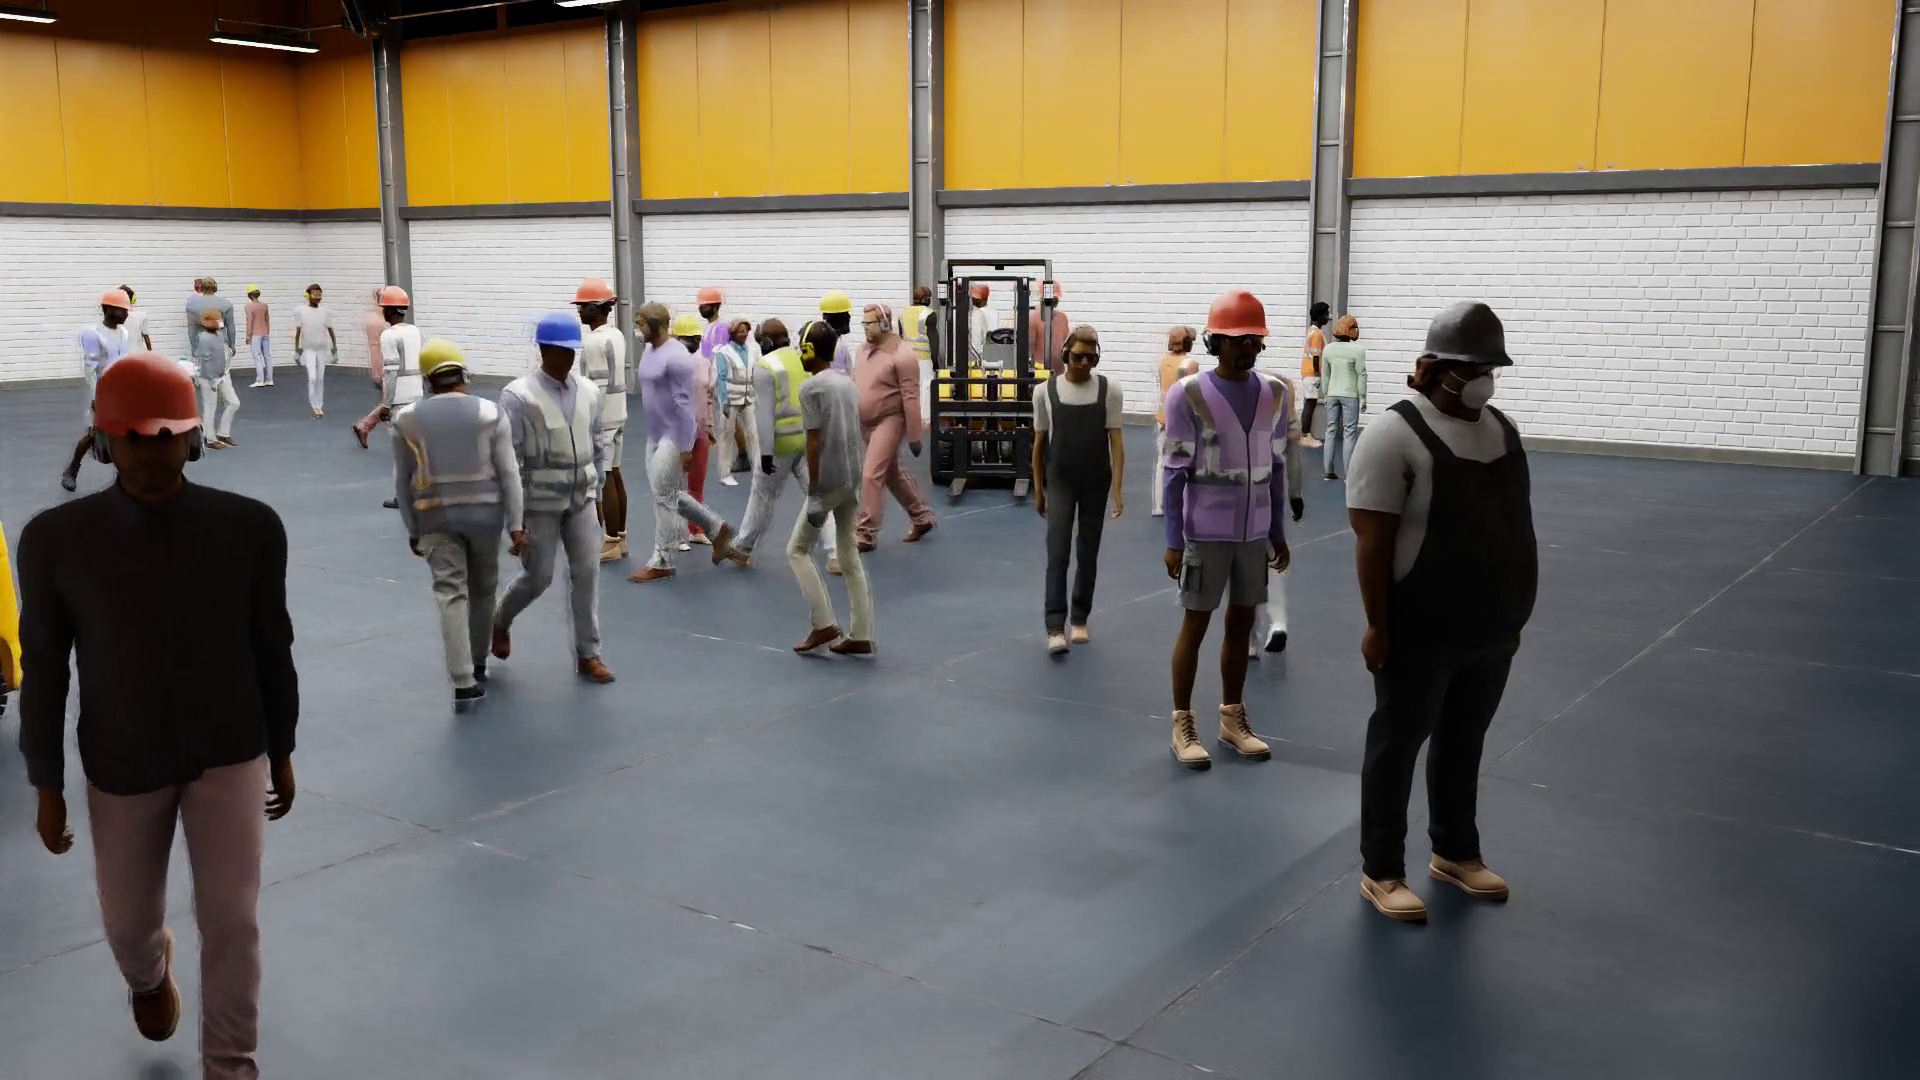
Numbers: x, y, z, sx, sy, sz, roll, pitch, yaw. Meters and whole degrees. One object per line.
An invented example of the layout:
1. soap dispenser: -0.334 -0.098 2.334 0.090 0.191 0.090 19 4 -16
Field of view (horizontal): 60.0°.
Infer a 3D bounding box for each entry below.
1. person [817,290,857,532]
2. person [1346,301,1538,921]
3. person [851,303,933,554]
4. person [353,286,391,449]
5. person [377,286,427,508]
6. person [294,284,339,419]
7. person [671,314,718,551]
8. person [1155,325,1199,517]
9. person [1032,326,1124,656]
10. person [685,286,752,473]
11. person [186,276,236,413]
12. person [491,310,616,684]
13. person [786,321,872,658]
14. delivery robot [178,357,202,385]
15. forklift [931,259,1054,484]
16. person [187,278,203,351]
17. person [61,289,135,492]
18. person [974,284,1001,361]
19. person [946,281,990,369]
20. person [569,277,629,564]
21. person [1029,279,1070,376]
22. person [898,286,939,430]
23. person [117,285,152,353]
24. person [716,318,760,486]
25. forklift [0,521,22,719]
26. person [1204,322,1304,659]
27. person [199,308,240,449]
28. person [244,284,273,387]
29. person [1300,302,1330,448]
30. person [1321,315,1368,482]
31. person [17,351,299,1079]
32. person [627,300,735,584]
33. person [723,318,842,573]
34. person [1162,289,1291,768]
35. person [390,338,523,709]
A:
1. person: -0.978 -0.987 13.079 0.357 1.926 0.591 -3 10 -19
2. person: 1.636 0.229 5.499 0.689 2.000 0.537 -5 11 -28
3. person: -0.553 -0.848 12.522 0.974 1.867 0.634 -7 12 -36
4. person: -6.493 -1.907 18.746 0.787 1.868 0.650 0 10 2
5. person: -4.906 -1.247 14.593 0.362 1.939 0.542 3 10 16
6. person: -8.832 -2.585 22.863 0.546 1.835 0.722 -7 12 -38
7. person: -2.030 -0.808 12.494 0.312 1.768 0.530 7 12 35
8. person: 1.872 -0.999 14.075 0.552 1.620 0.524 -7 12 -35
9. person: 0.650 -0.259 9.138 0.496 1.801 0.868 0 10 -1
10. person: -2.552 -1.603 16.844 0.958 1.895 0.564 -6 11 -32
11. person: -10.617 -2.763 23.626 0.629 1.940 0.373 -4 10 -23
12. person: -2.143 -0.230 8.610 0.789 1.919 0.612 8 13 41
13. person: -0.706 -0.266 9.058 0.551 1.833 0.533 7 12 34
14. delivery robot: -12.940 -2.808 27.727 0.707 0.478 0.477 3 10 17
15. forklift: 0.370 -1.738 16.759 1.214 2.155 2.313 1 10 3
16. person: -13.547 -3.761 29.841 0.386 1.845 0.568 7 12 34
17. person: -8.057 -1.395 15.592 0.744 1.906 0.563 3 10 16
18. person: 0.283 -2.158 20.177 0.337 1.883 0.584 6 11 32
19. person: 0.089 -2.129 19.923 0.591 1.929 1.026 -5 11 -29
20. person: -2.582 -0.850 11.916 0.374 2.043 0.612 0 10 2
21. person: 0.987 -1.889 18.333 0.618 1.964 0.877 -9 13 -44
22. person: -0.494 -2.330 21.333 0.634 1.841 0.429 9 13 42
23. person: -10.042 -2.142 20.121 0.521 1.874 0.328 -5 11 -29
24. person: -2.047 -1.291 15.828 0.539 1.608 0.755 -9 13 -44
25. forklift: -5.296 -0.090 6.943 1.214 2.155 2.313 7 12 35
26. person: 1.523 -0.282 9.022 0.634 1.885 0.448 -2 10 -10
27. person: -8.478 -1.839 19.047 0.453 1.616 0.533 0 10 2
28. person: -12.064 -3.502 28.544 0.330 1.765 0.526 3 10 20
29. person: 4.117 -1.914 19.315 0.320 1.691 0.528 1 10 8
30. person: 3.766 -1.380 16.296 0.284 1.632 0.500 -9 13 -43
31. person: -1.976 0.502 4.134 0.621 1.961 0.876 -5 11 -27
32. person: -1.922 -0.680 11.342 0.805 1.908 0.648 -7 12 -35
33. person: -1.241 -0.655 11.584 1.026 1.751 0.700 8 12 38
34. person: 1.157 -0.043 7.111 0.614 2.041 0.393 -4 10 -24
35. person: -2.475 -0.099 8.238 0.606 1.781 0.877 -3 10 -17
